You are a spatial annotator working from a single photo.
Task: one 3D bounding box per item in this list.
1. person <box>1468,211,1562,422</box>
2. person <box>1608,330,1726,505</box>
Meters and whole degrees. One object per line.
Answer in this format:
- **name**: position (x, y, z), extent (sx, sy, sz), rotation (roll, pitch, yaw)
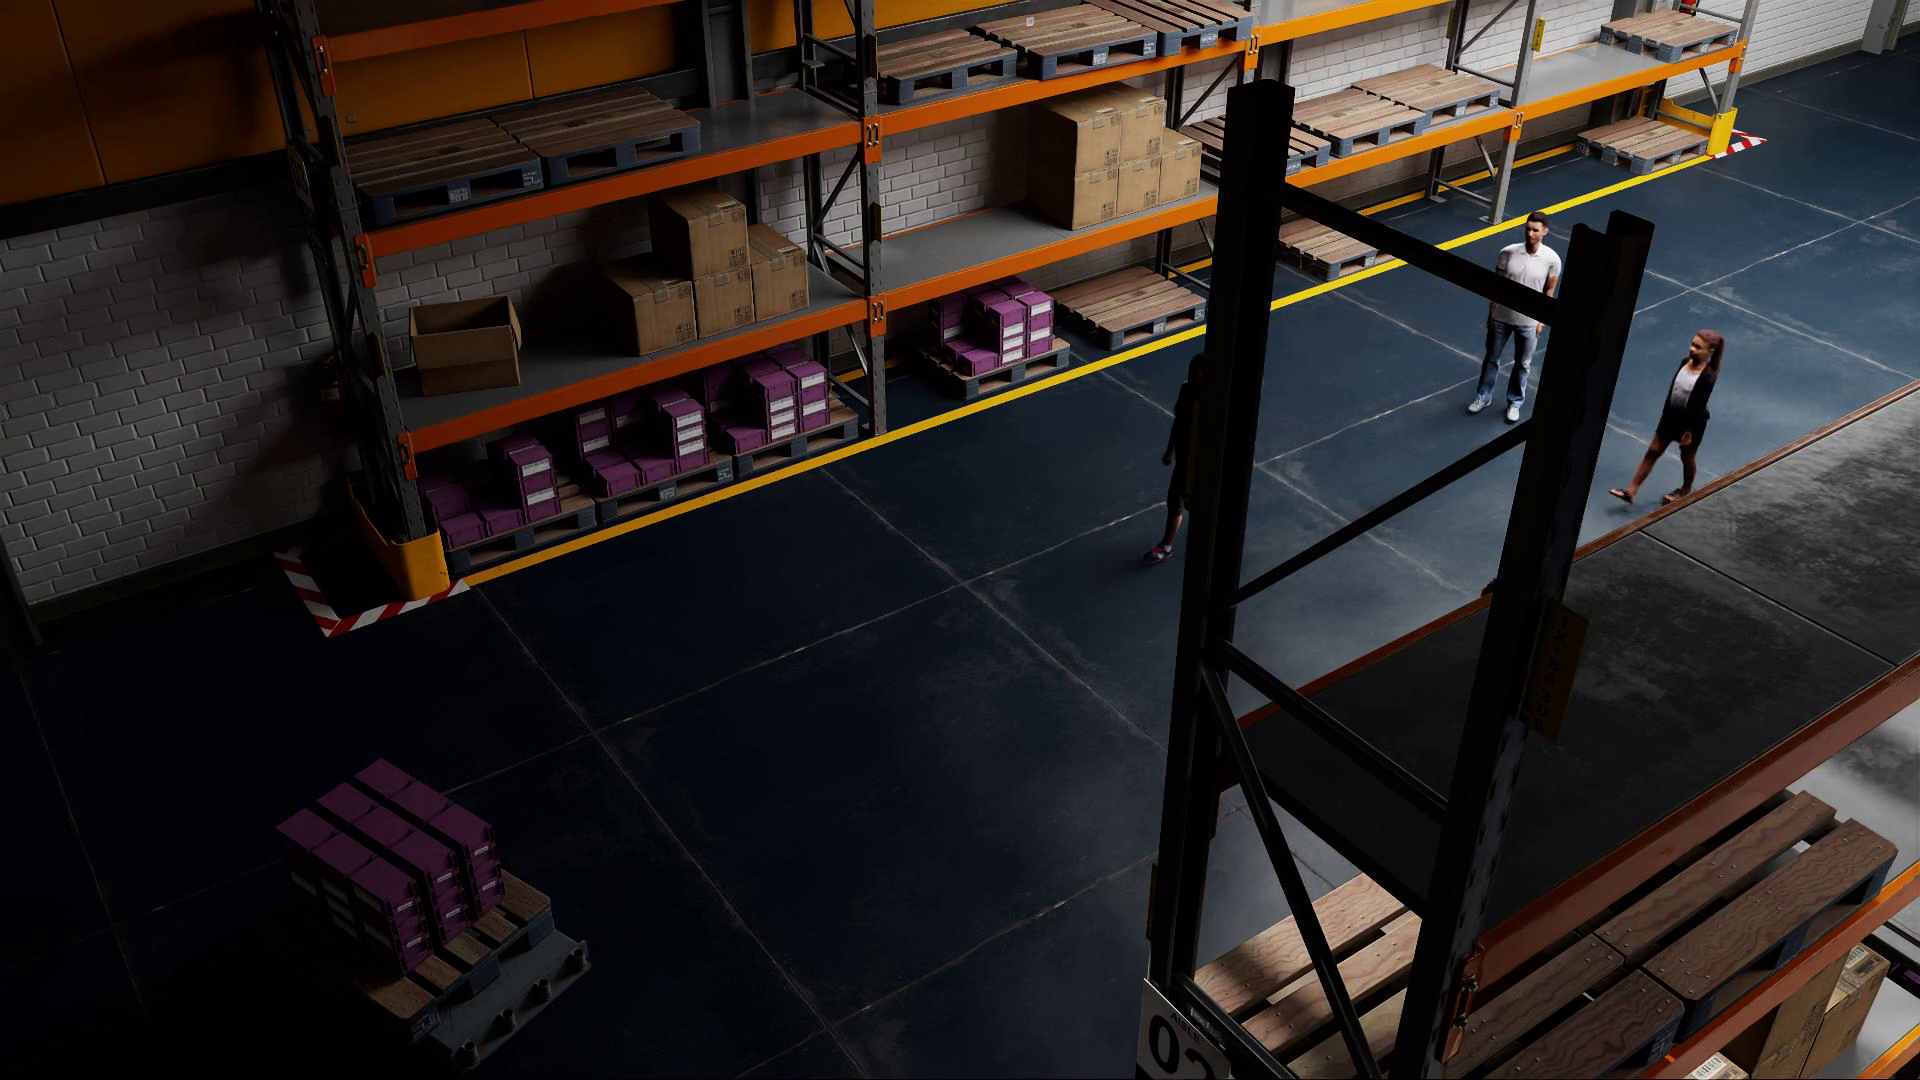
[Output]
- **person**: position (4.745, -1.921, 14.168), extent (0.756, 1.867, 0.735), rotation (17, 37, 23)
- **person**: position (5.730, -0.936, 12.995), extent (1.057, 1.524, 0.735), rotation (-11, 35, -17)
